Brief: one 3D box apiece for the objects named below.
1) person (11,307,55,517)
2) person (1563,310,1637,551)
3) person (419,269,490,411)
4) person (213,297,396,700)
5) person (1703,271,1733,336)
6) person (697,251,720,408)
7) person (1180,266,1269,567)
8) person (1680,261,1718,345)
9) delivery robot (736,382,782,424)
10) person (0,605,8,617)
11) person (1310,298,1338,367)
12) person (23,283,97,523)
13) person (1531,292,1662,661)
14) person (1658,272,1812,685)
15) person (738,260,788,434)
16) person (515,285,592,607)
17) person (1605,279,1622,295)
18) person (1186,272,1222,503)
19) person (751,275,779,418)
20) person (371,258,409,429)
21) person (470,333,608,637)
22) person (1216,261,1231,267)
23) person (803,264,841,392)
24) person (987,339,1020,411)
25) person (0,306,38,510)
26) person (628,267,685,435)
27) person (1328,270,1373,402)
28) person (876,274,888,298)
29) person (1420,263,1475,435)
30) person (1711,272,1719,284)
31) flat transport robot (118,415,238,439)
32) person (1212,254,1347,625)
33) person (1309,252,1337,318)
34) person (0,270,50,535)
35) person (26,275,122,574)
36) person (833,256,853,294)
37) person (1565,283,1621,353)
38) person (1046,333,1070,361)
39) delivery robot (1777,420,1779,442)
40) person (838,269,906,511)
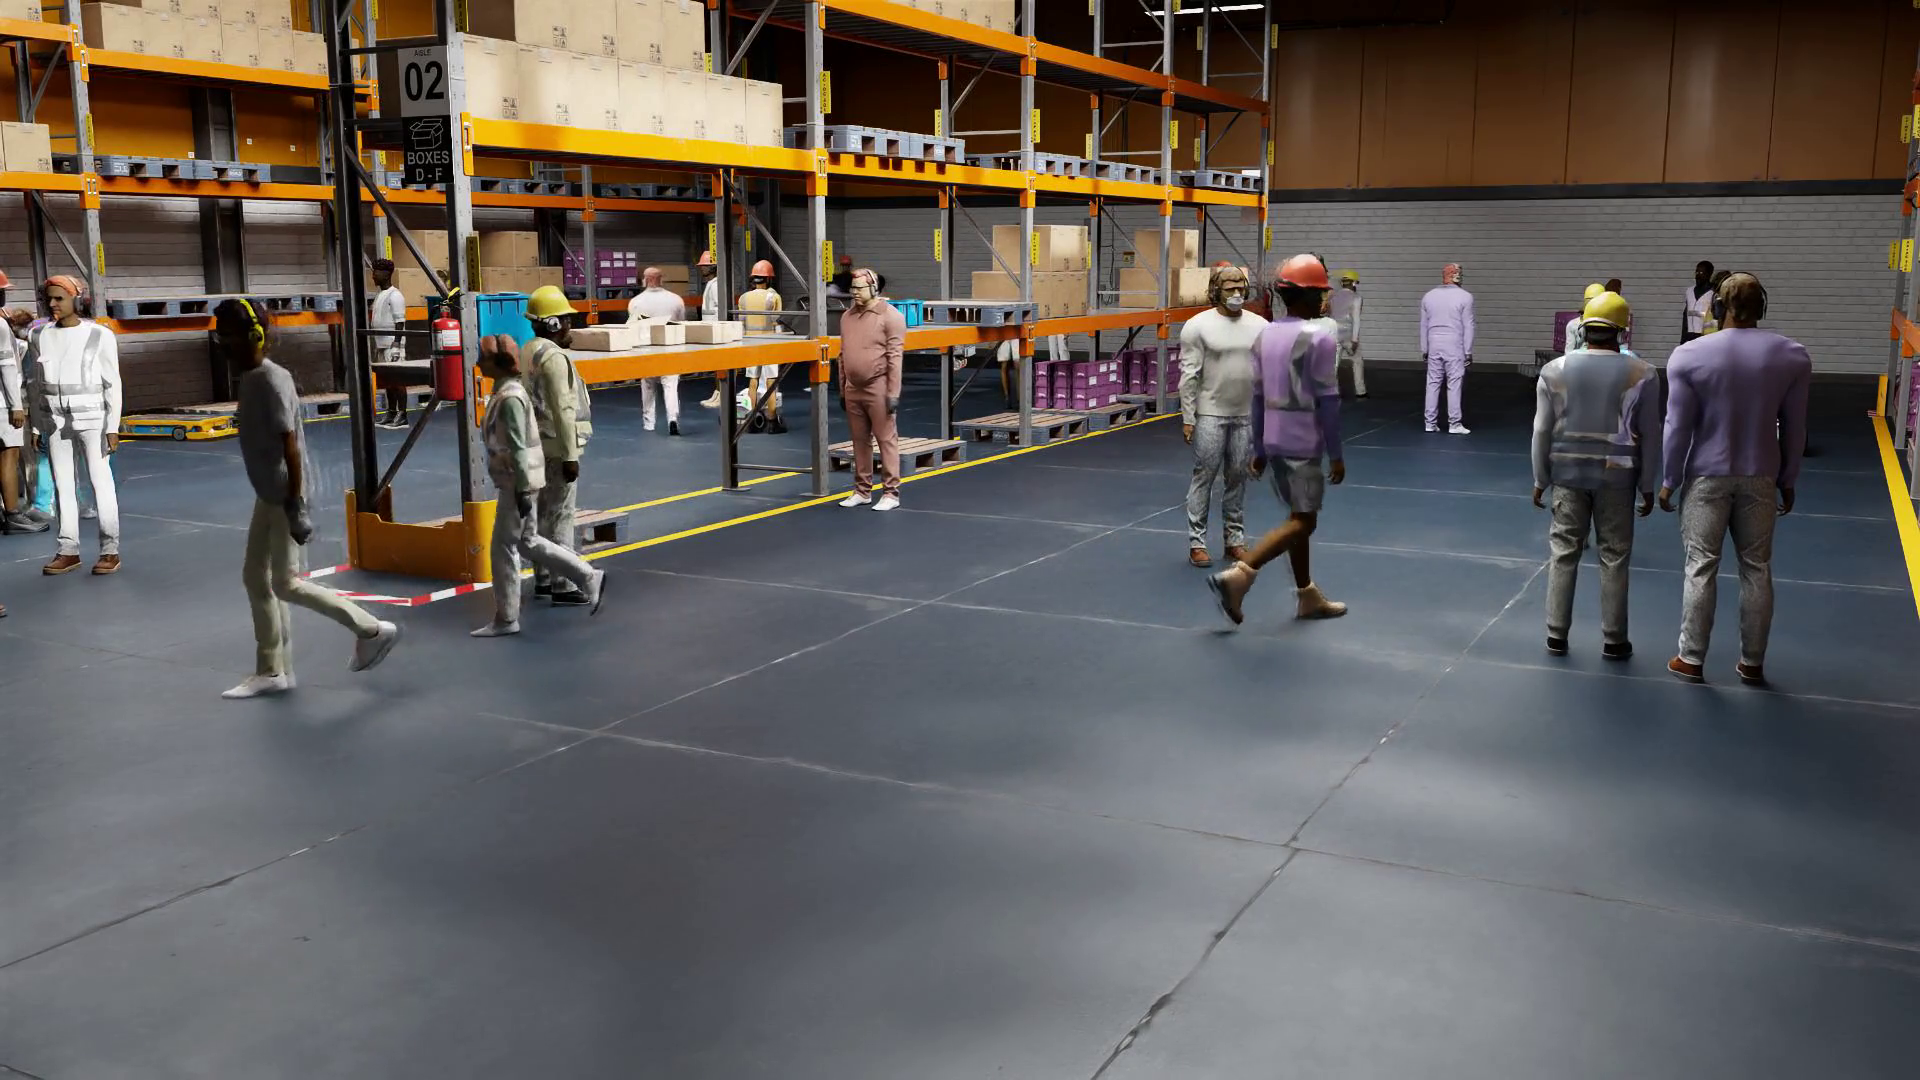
[{"bbox_3d":[-7.190,-0.994,12.833,0.508,1.611,0.656,-6,12,-32],"label":"person"},{"bbox_3d":[4.266,-0.730,11.168,0.546,1.673,0.400,7,12,36],"label":"person"},{"bbox_3d":[-6.497,-2.549,21.331,0.571,1.818,1.003,8,13,40],"label":"person"},{"bbox_3d":[-3.042,-0.195,7.616,0.684,1.837,0.575,-8,13,-39],"label":"person"},{"bbox_3d":[9.555,-2.478,20.978,0.495,1.809,0.669,3,10,18],"label":"person"},{"bbox_3d":[-3.230,-2.740,21.724,0.386,2.045,0.605,-2,10,-14],"label":"person"},{"bbox_3d":[1.716,-0.793,10.761,0.635,1.937,0.352,-3,10,-18],"label":"person"},{"bbox_3d":[9.603,-2.644,21.531,0.391,1.920,0.587,-5,11,-25],"label":"person"},{"bbox_3d":[-2.346,-1.564,18.953,0.477,0.478,0.707,6,11,30],"label":"delivery robot"},{"bbox_3d":[-5.524,-0.492,9.024,0.373,1.938,0.630,2,10,14],"label":"person"},{"bbox_3d":[3.640,-1.756,17.216,0.499,1.634,0.279,3,10,15],"label":"person"},{"bbox_3d":[-6.731,-1.013,12.406,0.583,1.804,0.878,2,10,12],"label":"person"},{"bbox_3d":[3.165,-0.314,8.295,0.600,1.830,0.403,5,11,28],"label":"person"},{"bbox_3d":[3.603,-0.278,7.796,0.627,1.935,0.371,2,10,11],"label":"person"},{"bbox_3d":[-2.195,-2.149,18.613,0.549,1.937,0.358,4,10,21],"label":"person"},{"bbox_3d":[-2.321,-0.535,9.563,0.403,1.837,0.590,-6,12,-33],"label":"person"},{"bbox_3d":[9.990,-3.198,25.599,0.290,1.624,0.506,2,10,14],"label":"person"},{"bbox_3d":[2.105,-1.229,13.494,0.538,1.866,0.312,6,11,31],"label":"person"},{"bbox_3d":[-2.407,-2.410,20.444,0.429,1.837,0.630,-5,11,-26],"label":"person"},{"bbox_3d":[-6.605,-2.267,19.216,0.367,1.966,0.606,-8,13,-40],"label":"person"},{"bbox_3d":[-2.258,-0.295,8.839,0.677,1.614,0.532,-3,10,-18],"label":"person"},{"bbox_3d":[3.926,-3.262,25.179,0.794,1.889,0.604,4,11,22],"label":"person"},{"bbox_3d":[-1.822,-3.103,24.273,0.878,1.901,0.586,-3,10,-14],"label":"person"},{"bbox_3d":[0.630,-2.605,21.325,0.557,1.916,0.705,1,10,7],"label":"person"},{"bbox_3d":[-7.112,-0.929,12.414,0.525,1.639,0.307,0,10,0],"label":"person"},{"bbox_3d":[-3.370,-2.113,18.620,0.647,1.869,0.942,-2,10,-14],"label":"person"},{"bbox_3d":[5.305,-2.771,22.644,0.772,1.787,0.589,-8,12,-38],"label":"person"},{"bbox_3d":[-1.257,-3.346,26.247,0.393,1.685,0.550,-4,11,-24],"label":"person"},{"bbox_3d":[5.469,-2.133,18.623,0.399,1.905,0.642,-9,13,-43],"label":"person"},{"bbox_3d":[11.089,-3.054,24.415,0.546,1.742,0.716,5,11,27],"label":"person"},{"bbox_3d":[-8.675,-1.250,18.229,1.431,0.197,0.652,1,10,8],"label":"flat transport robot"},{"bbox_3d":[1.753,-0.521,8.970,0.858,2.025,0.615,-4,11,-22],"label":"person"},{"bbox_3d":[4.905,-3.004,23.264,0.536,2.000,0.677,-5,11,-27],"label":"person"},{"bbox_3d":[-6.908,-1.005,11.977,0.544,1.943,0.347,7,12,35],"label":"person"},{"bbox_3d":[-5.576,-0.716,10.479,0.574,1.883,0.356,0,10,0],"label":"person"},{"bbox_3d":[-2.069,-4.281,30.882,0.621,1.958,0.895,1,10,5],"label":"person"},{"bbox_3d":[5.857,-1.501,15.434,0.485,1.741,0.302,3,10,19],"label":"person"},{"bbox_3d":[1.433,-3.122,24.401,0.356,1.885,0.572,-6,12,-33],"label":"person"},{"bbox_3d":[8.322,-1.197,16.829,0.477,0.478,0.707,5,11,28],"label":"delivery robot"},{"bbox_3d":[-0.729,-1.179,13.119,0.638,1.900,0.403,7,12,37],"label":"person"}]
